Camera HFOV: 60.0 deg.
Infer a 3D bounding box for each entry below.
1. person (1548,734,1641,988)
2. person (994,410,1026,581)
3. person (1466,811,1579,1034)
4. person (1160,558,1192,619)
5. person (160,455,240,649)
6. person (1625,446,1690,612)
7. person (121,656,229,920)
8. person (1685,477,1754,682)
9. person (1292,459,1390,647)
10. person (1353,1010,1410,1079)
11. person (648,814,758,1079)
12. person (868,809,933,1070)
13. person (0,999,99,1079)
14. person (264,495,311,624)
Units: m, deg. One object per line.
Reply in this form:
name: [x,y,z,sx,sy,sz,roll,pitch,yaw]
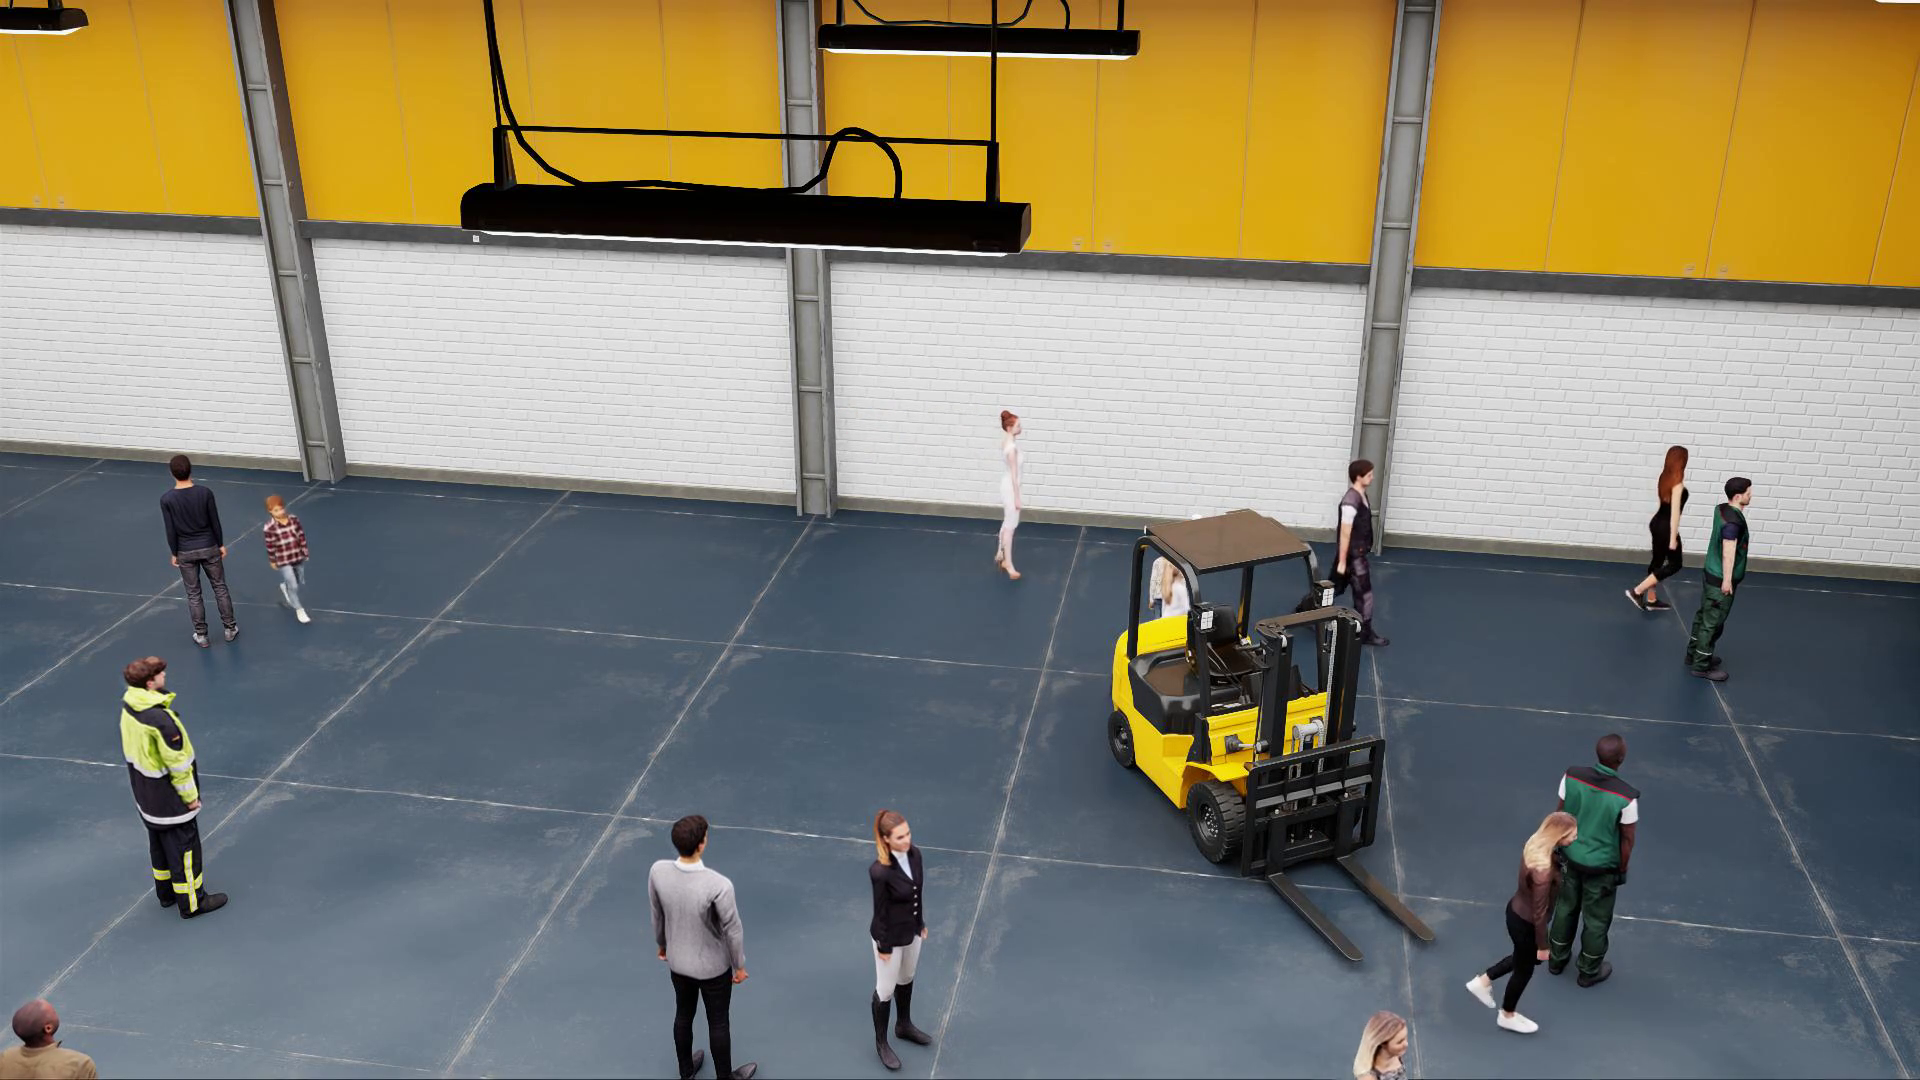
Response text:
person: [4.150,2.094,10.945,0.848,1.839,0.760,-21,31,-39]
person: [0.483,-0.460,16.844,0.567,1.793,0.613,0,24,-1]
person: [3.486,2.395,10.450,0.753,1.683,0.683,5,24,11]
person: [1.858,0.758,14.725,0.842,1.258,0.699,-8,25,-17]
person: [-7.088,0.097,15.472,0.696,1.871,0.769,-14,27,-29]
person: [6.741,-0.085,16.077,0.776,1.720,0.658,0,24,1]
person: [-5.572,1.709,11.648,0.783,1.980,0.930,17,29,34]
person: [6.837,0.315,14.936,0.559,1.900,0.683,5,24,12]
person: [3.550,0.116,15.502,1.205,1.813,0.794,8,25,17]
person: [2.049,3.145,8.770,1.180,1.654,0.898,15,28,31]
person: [-1.571,2.486,9.944,0.622,1.922,0.850,9,25,20]
person: [-0.384,2.443,10.283,0.692,1.728,0.662,19,30,36]
person: [-4.591,3.135,8.580,0.534,1.825,0.797,2,24,4]
person: [-6.525,0.149,16.083,0.894,1.287,0.759,18,30,36]
